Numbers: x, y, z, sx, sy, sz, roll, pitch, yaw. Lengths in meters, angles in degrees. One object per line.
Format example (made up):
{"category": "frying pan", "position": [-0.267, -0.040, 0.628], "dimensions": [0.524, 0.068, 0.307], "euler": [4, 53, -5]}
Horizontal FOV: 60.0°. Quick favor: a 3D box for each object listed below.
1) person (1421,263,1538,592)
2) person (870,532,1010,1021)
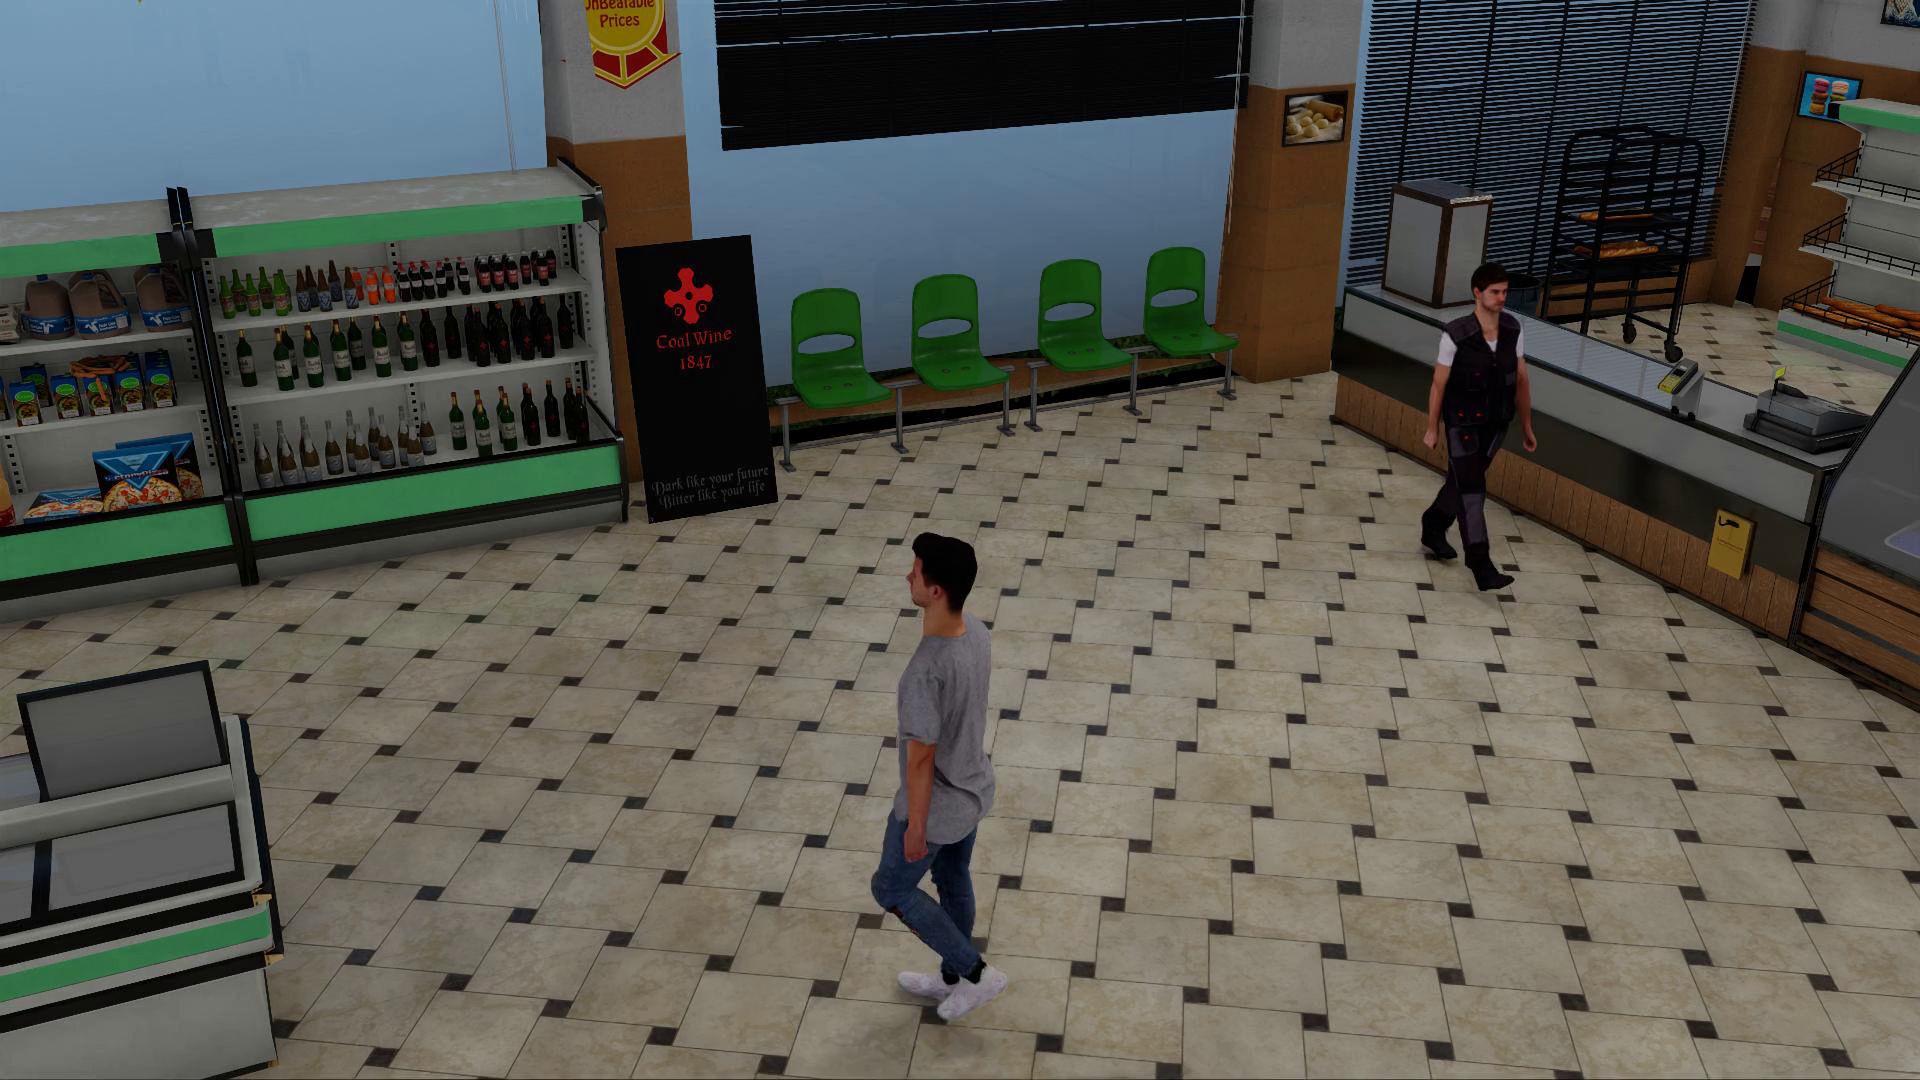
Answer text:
{"category": "person", "position": [2.848, -0.664, 9.395], "dimensions": [1.137, 1.802, 0.771], "euler": [-9, 25, -19]}
{"category": "person", "position": [0.012, 0.896, 5.775], "dimensions": [0.922, 1.845, 0.859], "euler": [9, 25, 20]}
